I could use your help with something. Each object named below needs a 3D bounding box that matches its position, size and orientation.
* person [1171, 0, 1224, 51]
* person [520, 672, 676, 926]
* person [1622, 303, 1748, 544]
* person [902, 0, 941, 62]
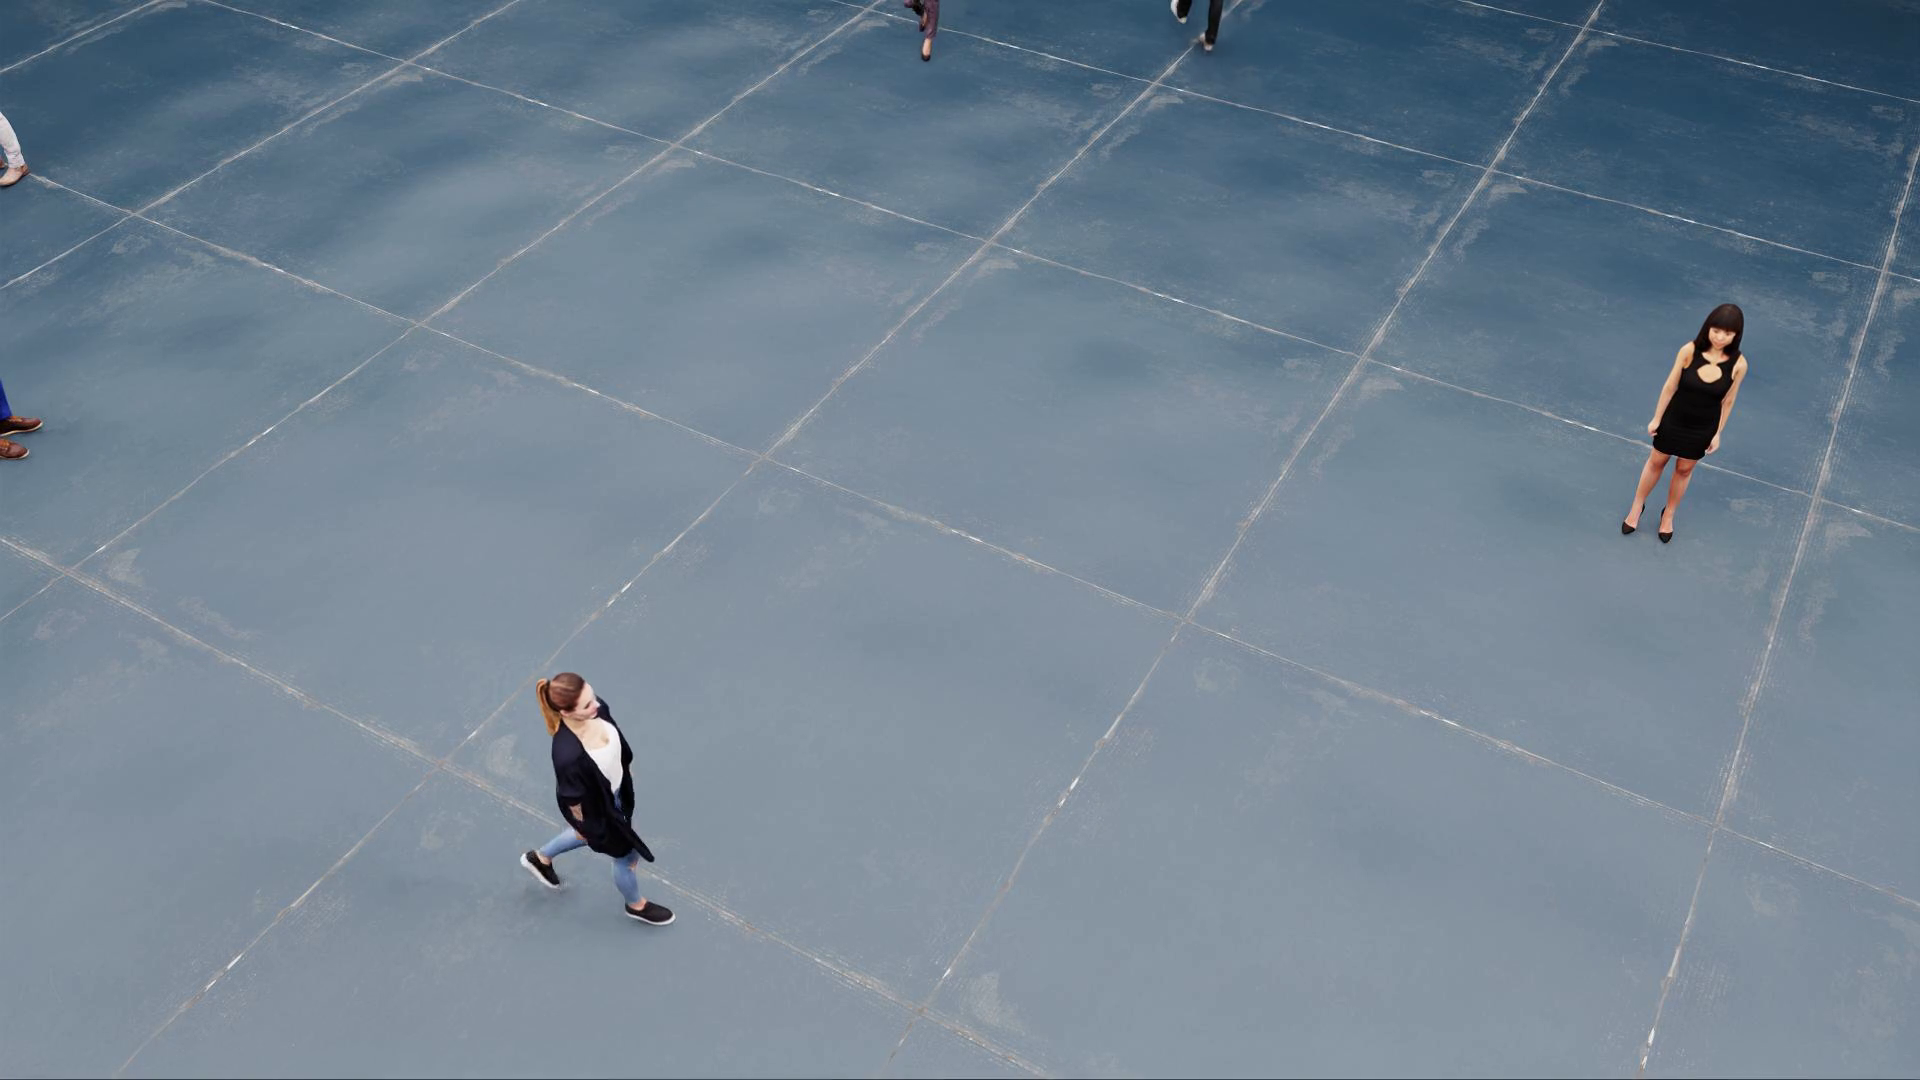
[{"bbox_3d":[2.224,-5.171,14.635,1.048,1.727,1.159,-6,43,-7],"label":"person"},{"bbox_3d":[-1.767,1.183,7.687,0.932,1.662,1.033,5,42,6],"label":"person"},{"bbox_3d":[4.270,-0.687,9.755,0.575,1.650,0.506,16,45,17],"label":"person"},{"bbox_3d":[-0.301,-5.051,14.553,0.726,1.660,0.825,8,43,9],"label":"person"}]
